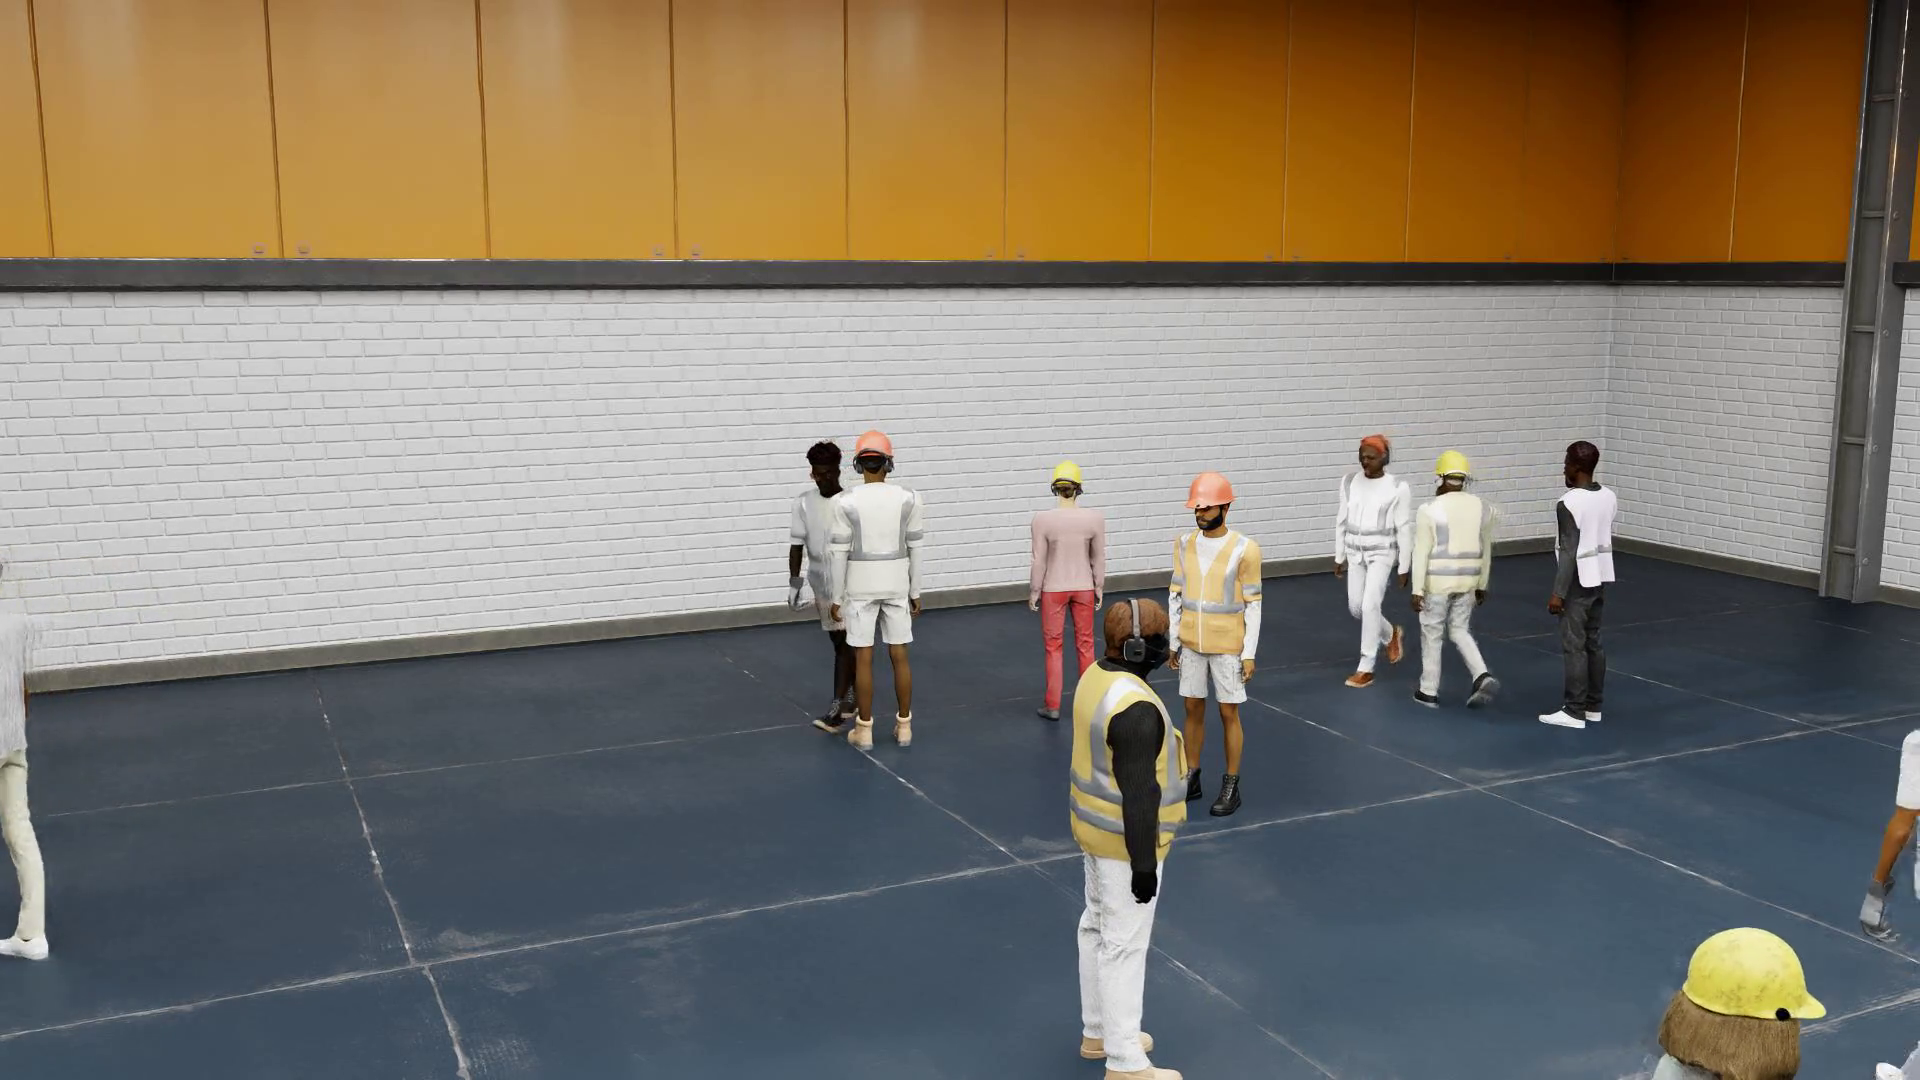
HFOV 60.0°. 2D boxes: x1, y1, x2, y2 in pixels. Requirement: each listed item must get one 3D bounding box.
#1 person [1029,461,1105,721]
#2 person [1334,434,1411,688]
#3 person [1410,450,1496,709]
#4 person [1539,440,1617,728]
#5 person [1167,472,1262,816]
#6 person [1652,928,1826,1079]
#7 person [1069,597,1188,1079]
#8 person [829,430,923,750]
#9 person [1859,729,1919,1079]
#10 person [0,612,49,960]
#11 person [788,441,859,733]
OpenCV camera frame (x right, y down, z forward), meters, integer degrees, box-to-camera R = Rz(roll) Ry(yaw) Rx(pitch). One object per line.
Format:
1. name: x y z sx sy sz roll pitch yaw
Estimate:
1. person: 0.721 0.346 11.281 0.533 1.765 0.319 -2 9 -13
2. person: 3.095 0.128 12.337 0.812 1.861 0.591 -8 12 -42
3. person: 3.403 0.294 11.449 0.603 1.812 0.620 -3 10 -17
4. person: 4.153 0.297 11.106 0.591 1.918 0.383 -8 12 -40
5. person: 1.397 0.578 9.302 0.551 1.935 0.375 7 11 36
6. person: 1.494 1.623 3.446 0.569 1.725 0.499 1 9 9
7. person: 0.629 1.122 6.227 0.430 1.844 0.624 -2 9 -9
8. person: -0.540 0.320 10.604 0.609 2.034 0.404 -2 9 -15
9. person: 3.384 1.190 5.779 0.567 1.842 0.809 -1 9 -9
10. person: -4.378 0.938 7.364 0.788 1.833 0.540 3 10 19
11. person: -0.864 0.308 11.033 0.607 1.910 0.984 4 10 25
